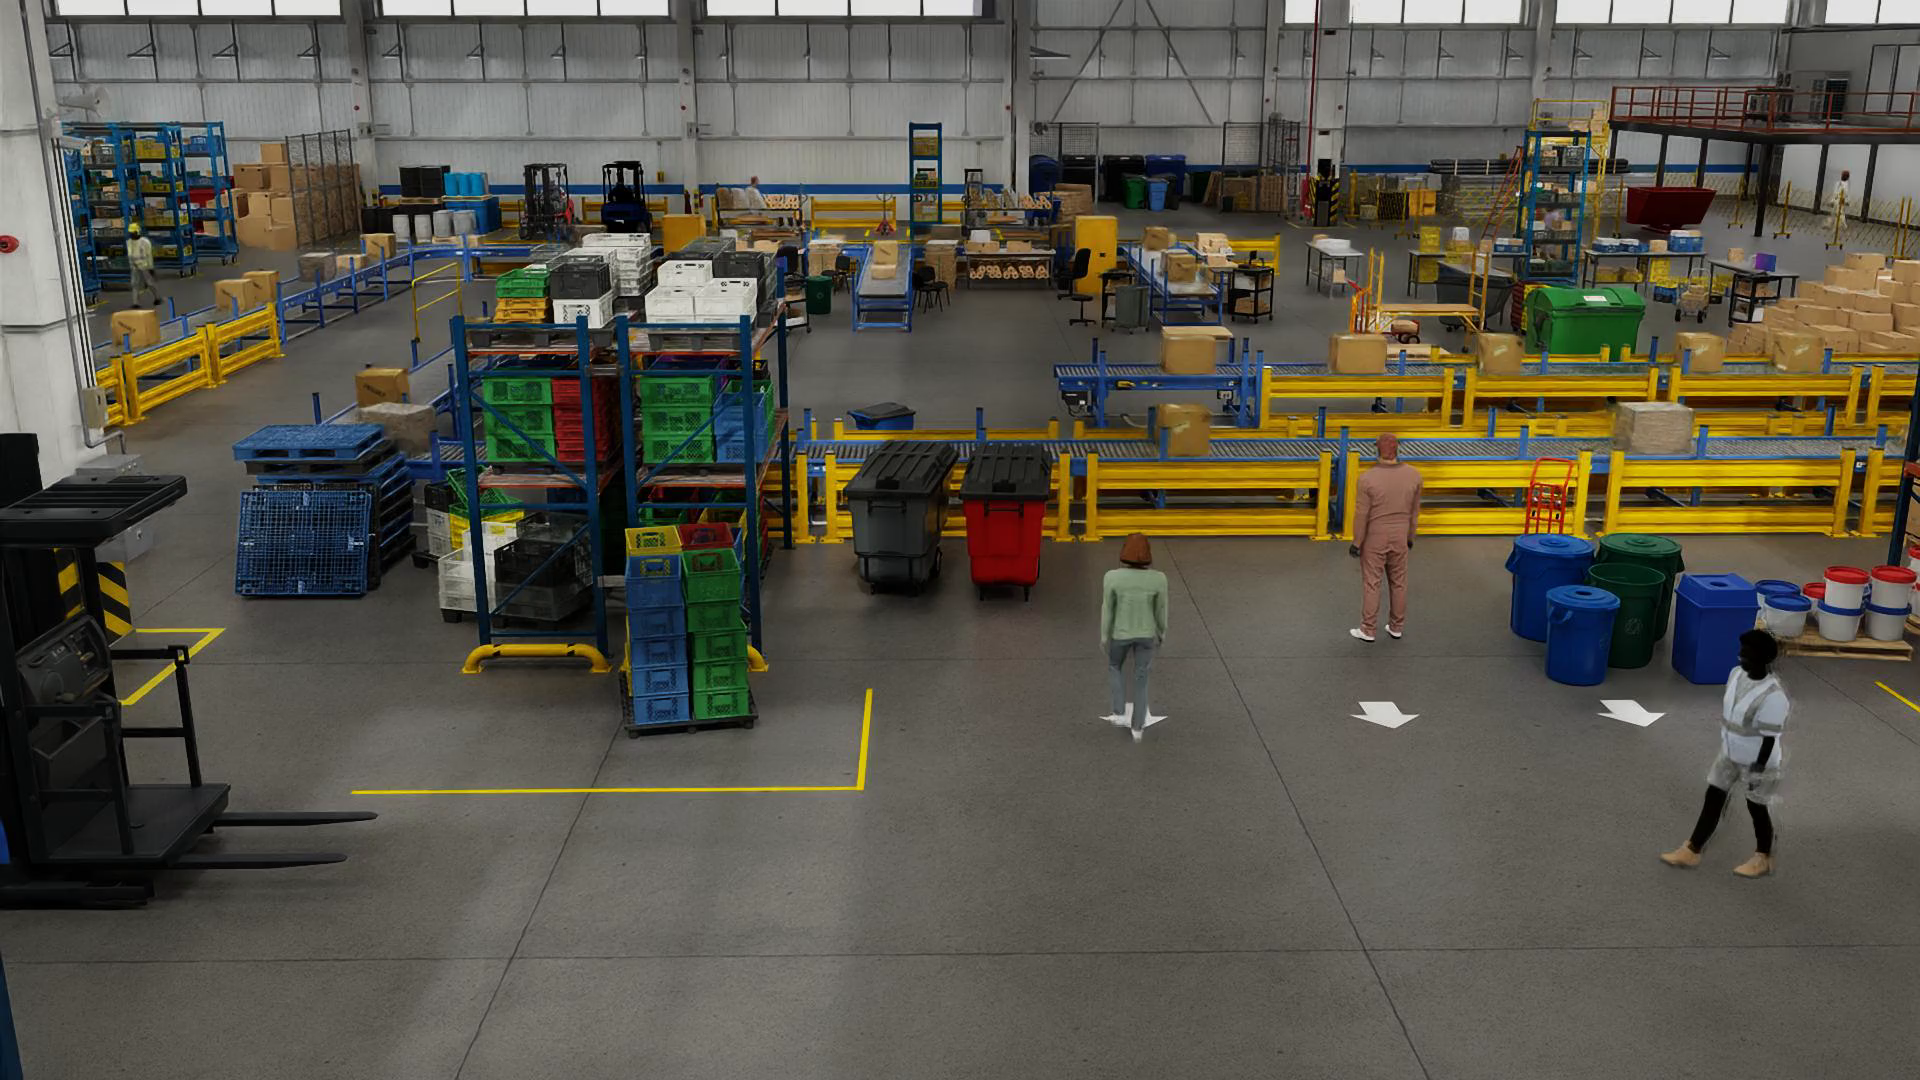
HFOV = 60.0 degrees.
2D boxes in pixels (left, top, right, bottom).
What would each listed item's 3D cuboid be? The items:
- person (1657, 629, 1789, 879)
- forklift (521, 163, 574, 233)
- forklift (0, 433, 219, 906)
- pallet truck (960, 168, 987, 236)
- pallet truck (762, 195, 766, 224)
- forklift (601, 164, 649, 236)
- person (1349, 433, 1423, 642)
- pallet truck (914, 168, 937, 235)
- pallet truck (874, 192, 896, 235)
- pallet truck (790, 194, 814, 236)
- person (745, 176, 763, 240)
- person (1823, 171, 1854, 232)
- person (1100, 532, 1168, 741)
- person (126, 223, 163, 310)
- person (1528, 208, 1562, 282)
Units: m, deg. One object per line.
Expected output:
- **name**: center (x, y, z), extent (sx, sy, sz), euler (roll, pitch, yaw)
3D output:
- **person**: center (4.893, 1.363, 10.480), extent (0.712, 1.662, 0.549), euler (-3, 16, -10)
- **forklift**: center (-12.233, -10.122, 49.298), extent (1.157, 1.987, 2.680), euler (0, 16, -1)
- **forklift**: center (-5.952, 0.780, 10.366), extent (1.873, 2.768, 1.129), euler (0, 16, -1)
- **pallet truck**: center (0.383, -10.230, 50.206), extent (0.823, 1.965, 1.885), euler (-1, 16, -3)
- **pallet truck**: center (-6.051, -9.967, 50.660), extent (0.680, 1.201, 1.601), euler (0, 16, -1)
- **forklift**: center (-9.948, -10.127, 49.296), extent (1.157, 1.987, 2.680), euler (-1, 16, -3)
- **person**: center (3.785, -0.023, 14.902), extent (0.637, 1.904, 0.403), euler (-4, 17, -14)
- **pallet truck**: center (-0.989, -10.316, 50.507), extent (0.823, 1.965, 1.885), euler (1, 16, 3)
- **pallet truck**: center (-2.277, -9.986, 50.594), extent (0.653, 1.274, 1.630), euler (0, 16, -1)
- **pallet truck**: center (-4.814, -9.883, 50.259), extent (0.704, 1.261, 1.522), euler (-1, 16, -3)
- **person**: center (-5.913, -9.486, 47.800), extent (0.610, 1.891, 0.662), euler (-12, 20, -35)
- **person**: center (27.124, -10.423, 51.194), extent (0.597, 1.826, 1.025), euler (-11, 19, -32)
- **person**: center (1.333, 0.716, 12.838), extent (0.520, 1.613, 0.565), euler (0, 16, -1)
- **person**: center (-17.345, -5.826, 35.260), extent (0.599, 1.798, 0.882), euler (2, 16, 9)
- **person**: center (13.964, -7.148, 39.509), extent (1.050, 1.986, 0.630), euler (11, 19, 32)
